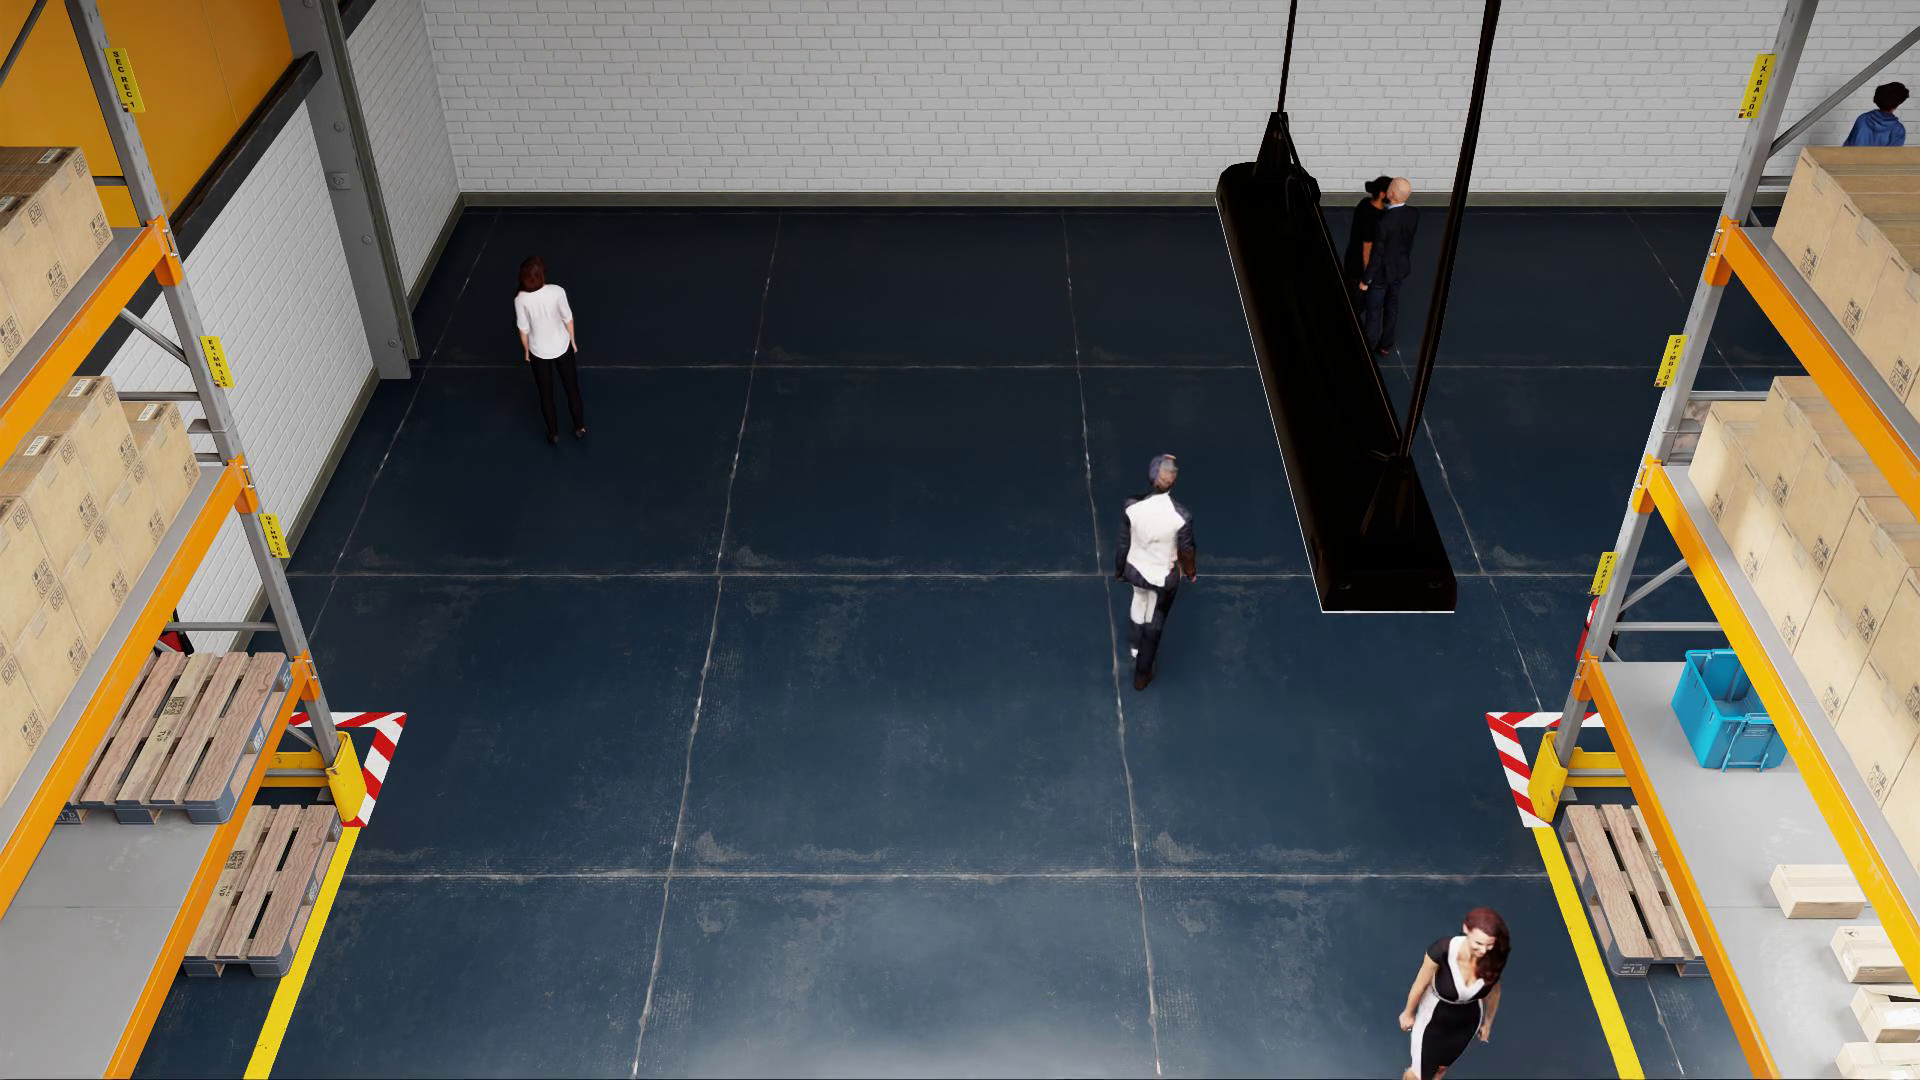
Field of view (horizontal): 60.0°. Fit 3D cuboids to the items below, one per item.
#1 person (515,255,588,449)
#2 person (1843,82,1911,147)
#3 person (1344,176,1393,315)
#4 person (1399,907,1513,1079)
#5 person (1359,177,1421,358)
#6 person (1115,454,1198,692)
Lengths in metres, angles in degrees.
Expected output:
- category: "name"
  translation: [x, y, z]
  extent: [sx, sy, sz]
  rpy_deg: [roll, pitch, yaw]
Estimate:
- category: "person"
  translation: [-3.401, -1.557, 13.837]
  extent: [0.666, 1.795, 0.624]
  rpy_deg: [-12, 40, -14]
- category: "person"
  translation: [8.937, -3.650, 16.447]
  extent: [0.811, 1.808, 0.727]
  rpy_deg: [-28, 46, -30]
- category: "person"
  translation: [3.611, -2.496, 15.055]
  extent: [0.713, 1.742, 0.535]
  rpy_deg: [4, 39, 4]
- category: "person"
  translation: [2.541, 2.480, 8.787]
  extent: [0.627, 1.788, 0.610]
  rpy_deg: [-2, 39, -3]
- category: "person"
  translation: [3.825, -2.414, 14.906]
  extent: [0.775, 1.800, 0.784]
  rpy_deg: [-22, 44, -26]
- category: "person"
  translation: [1.304, 0.283, 11.468]
  extent: [0.871, 1.876, 0.943]
  rpy_deg: [20, 43, 23]
